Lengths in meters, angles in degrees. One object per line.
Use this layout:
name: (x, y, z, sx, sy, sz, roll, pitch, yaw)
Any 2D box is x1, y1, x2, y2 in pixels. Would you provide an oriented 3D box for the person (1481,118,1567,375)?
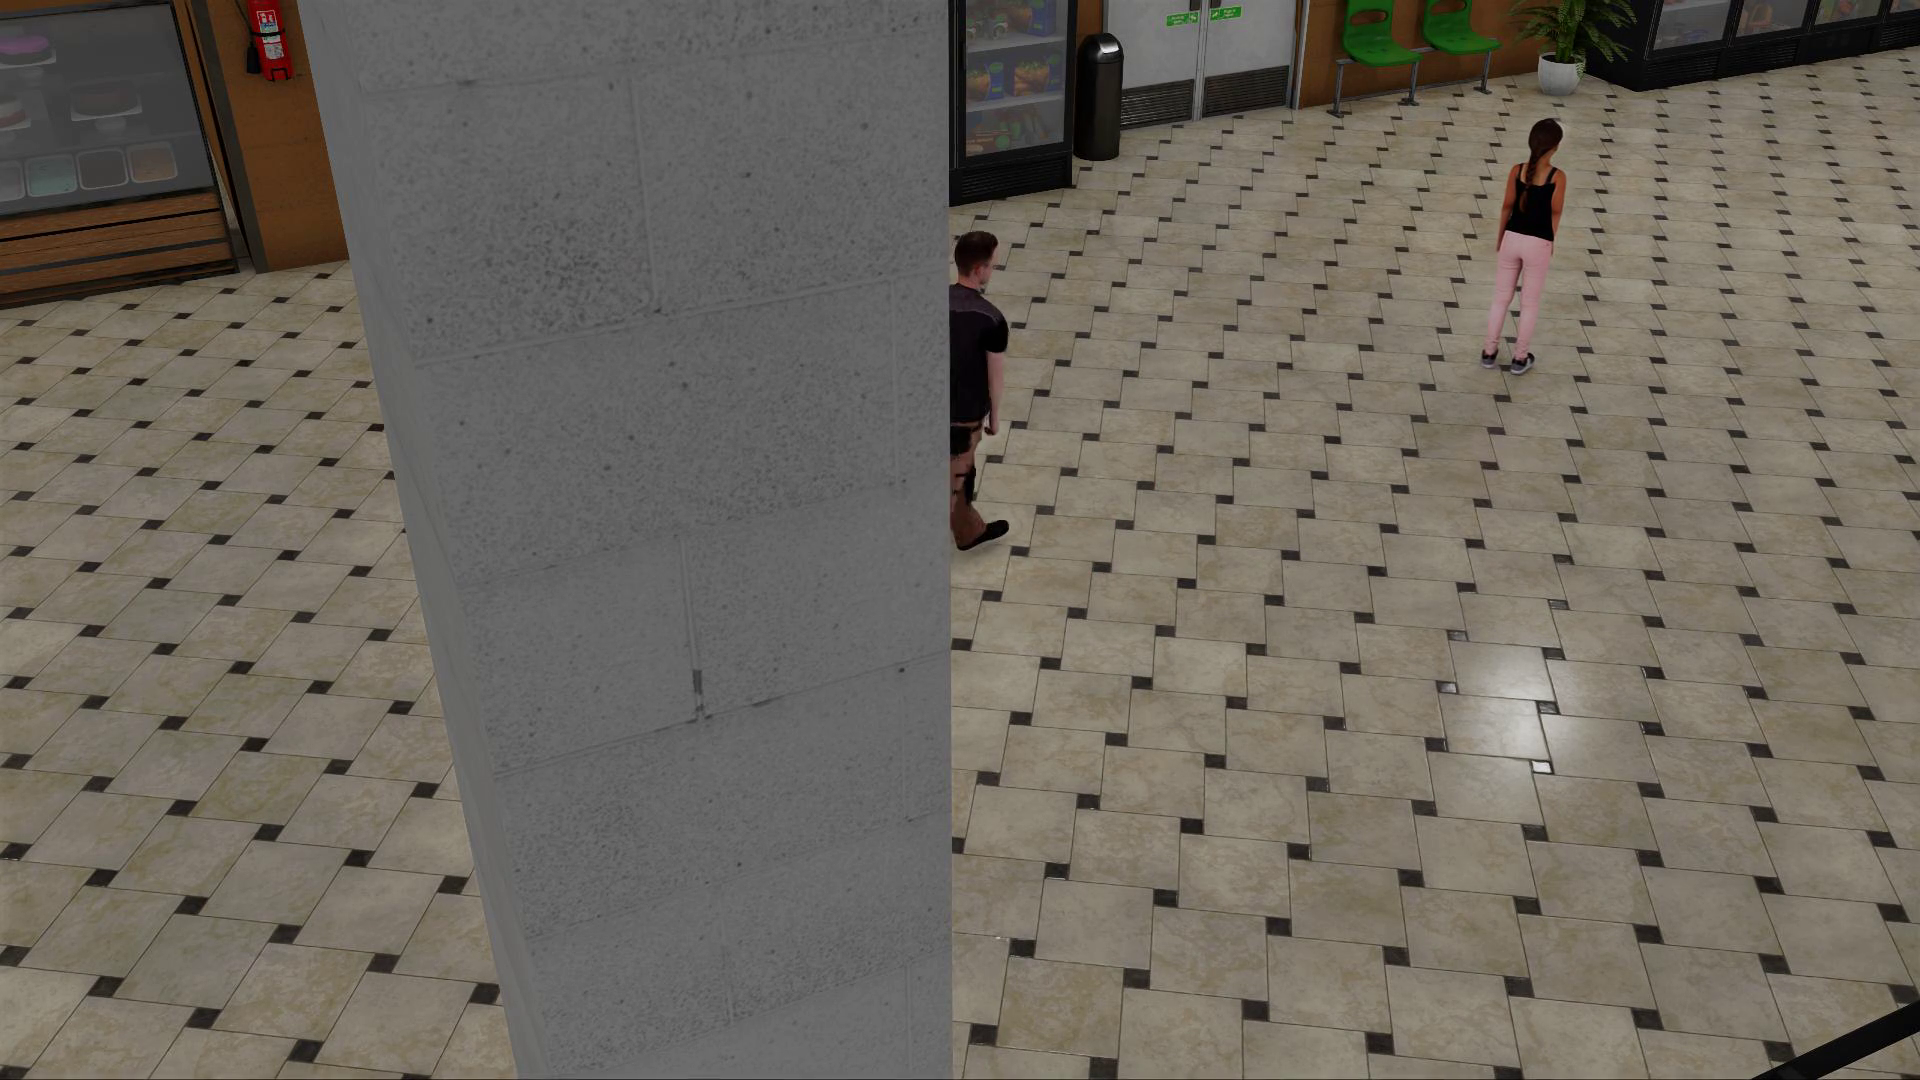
person: (3.434, -1.772, 10.088, 0.569, 1.558, 0.650, 19, 37, 28)
